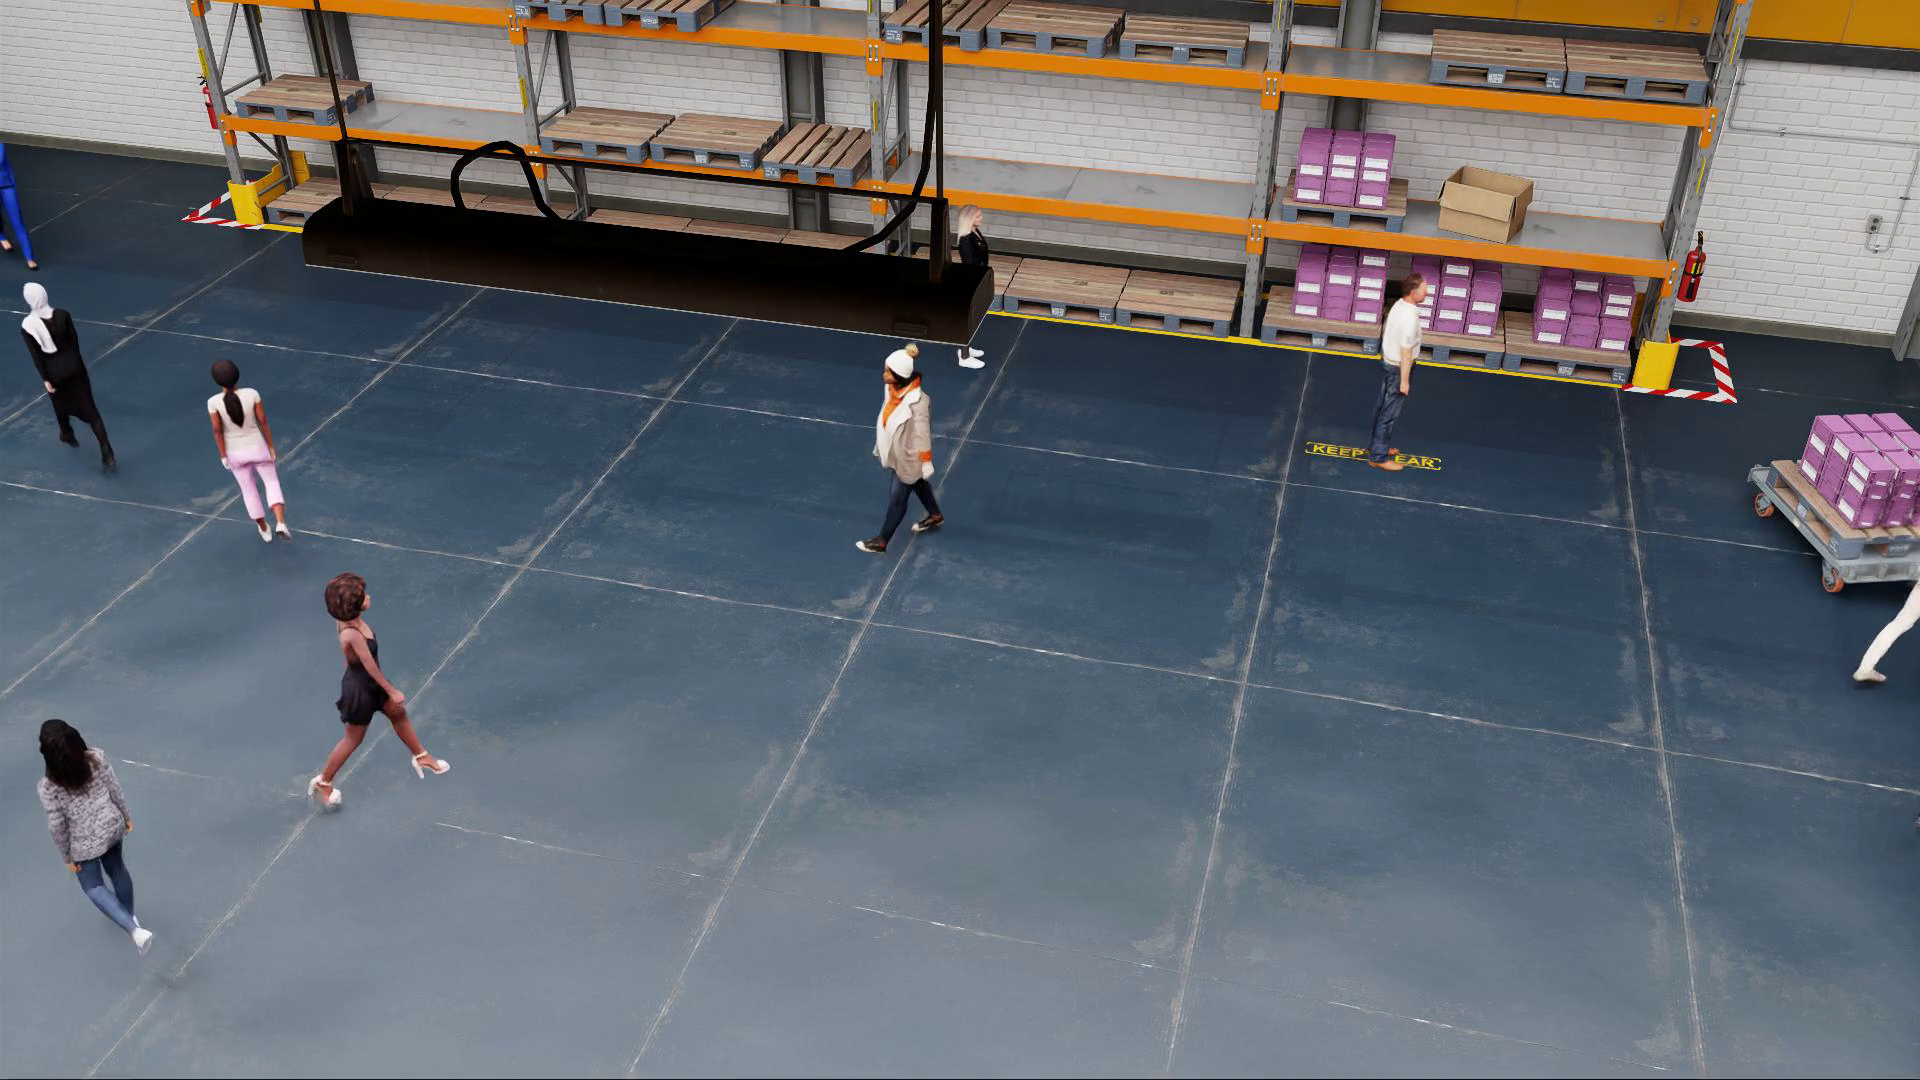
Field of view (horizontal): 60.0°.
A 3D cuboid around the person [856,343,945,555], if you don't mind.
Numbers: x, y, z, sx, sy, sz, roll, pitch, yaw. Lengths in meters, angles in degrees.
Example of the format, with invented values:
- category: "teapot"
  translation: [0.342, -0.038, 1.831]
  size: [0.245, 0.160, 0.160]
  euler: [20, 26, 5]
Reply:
- category: "person"
  translation: [-0.350, -0.780, 13.748]
  size: [1.244, 1.845, 1.167]
  euler: [-16, 37, -23]

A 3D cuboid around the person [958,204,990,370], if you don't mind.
- category: "person"
  translation: [0.093, -2.538, 16.537]
  size: [0.613, 1.686, 0.666]
  euler: [1, 34, 1]

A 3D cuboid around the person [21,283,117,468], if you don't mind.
- category: "person"
  translation: [-7.915, -1.430, 14.829]
  size: [1.013, 1.731, 1.248]
  euler: [-29, 43, -36]

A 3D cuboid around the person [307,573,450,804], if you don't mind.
- category: "person"
  translation: [-4.060, 1.062, 11.070]
  size: [1.192, 1.741, 0.976]
  euler: [-11, 35, -16]

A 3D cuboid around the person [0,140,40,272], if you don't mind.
- category: "person"
  translation: [-10.790, -3.882, 18.580]
  size: [1.046, 1.661, 1.237]
  euler: [-26, 42, -33]

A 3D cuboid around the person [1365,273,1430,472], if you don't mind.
- category: "person"
  translation: [3.892, -1.532, 14.872]
  size: [0.601, 1.853, 0.694]
  euler: [4, 34, 6]

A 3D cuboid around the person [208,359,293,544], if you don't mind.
- category: "person"
  translation: [-5.849, -0.675, 13.693]
  size: [0.868, 1.731, 0.925]
  euler: [-18, 37, -25]

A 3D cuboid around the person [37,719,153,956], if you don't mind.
- category: "person"
  translation: [-5.154, 1.802, 9.980]
  size: [1.021, 1.715, 0.823]
  euler: [22, 39, 30]
